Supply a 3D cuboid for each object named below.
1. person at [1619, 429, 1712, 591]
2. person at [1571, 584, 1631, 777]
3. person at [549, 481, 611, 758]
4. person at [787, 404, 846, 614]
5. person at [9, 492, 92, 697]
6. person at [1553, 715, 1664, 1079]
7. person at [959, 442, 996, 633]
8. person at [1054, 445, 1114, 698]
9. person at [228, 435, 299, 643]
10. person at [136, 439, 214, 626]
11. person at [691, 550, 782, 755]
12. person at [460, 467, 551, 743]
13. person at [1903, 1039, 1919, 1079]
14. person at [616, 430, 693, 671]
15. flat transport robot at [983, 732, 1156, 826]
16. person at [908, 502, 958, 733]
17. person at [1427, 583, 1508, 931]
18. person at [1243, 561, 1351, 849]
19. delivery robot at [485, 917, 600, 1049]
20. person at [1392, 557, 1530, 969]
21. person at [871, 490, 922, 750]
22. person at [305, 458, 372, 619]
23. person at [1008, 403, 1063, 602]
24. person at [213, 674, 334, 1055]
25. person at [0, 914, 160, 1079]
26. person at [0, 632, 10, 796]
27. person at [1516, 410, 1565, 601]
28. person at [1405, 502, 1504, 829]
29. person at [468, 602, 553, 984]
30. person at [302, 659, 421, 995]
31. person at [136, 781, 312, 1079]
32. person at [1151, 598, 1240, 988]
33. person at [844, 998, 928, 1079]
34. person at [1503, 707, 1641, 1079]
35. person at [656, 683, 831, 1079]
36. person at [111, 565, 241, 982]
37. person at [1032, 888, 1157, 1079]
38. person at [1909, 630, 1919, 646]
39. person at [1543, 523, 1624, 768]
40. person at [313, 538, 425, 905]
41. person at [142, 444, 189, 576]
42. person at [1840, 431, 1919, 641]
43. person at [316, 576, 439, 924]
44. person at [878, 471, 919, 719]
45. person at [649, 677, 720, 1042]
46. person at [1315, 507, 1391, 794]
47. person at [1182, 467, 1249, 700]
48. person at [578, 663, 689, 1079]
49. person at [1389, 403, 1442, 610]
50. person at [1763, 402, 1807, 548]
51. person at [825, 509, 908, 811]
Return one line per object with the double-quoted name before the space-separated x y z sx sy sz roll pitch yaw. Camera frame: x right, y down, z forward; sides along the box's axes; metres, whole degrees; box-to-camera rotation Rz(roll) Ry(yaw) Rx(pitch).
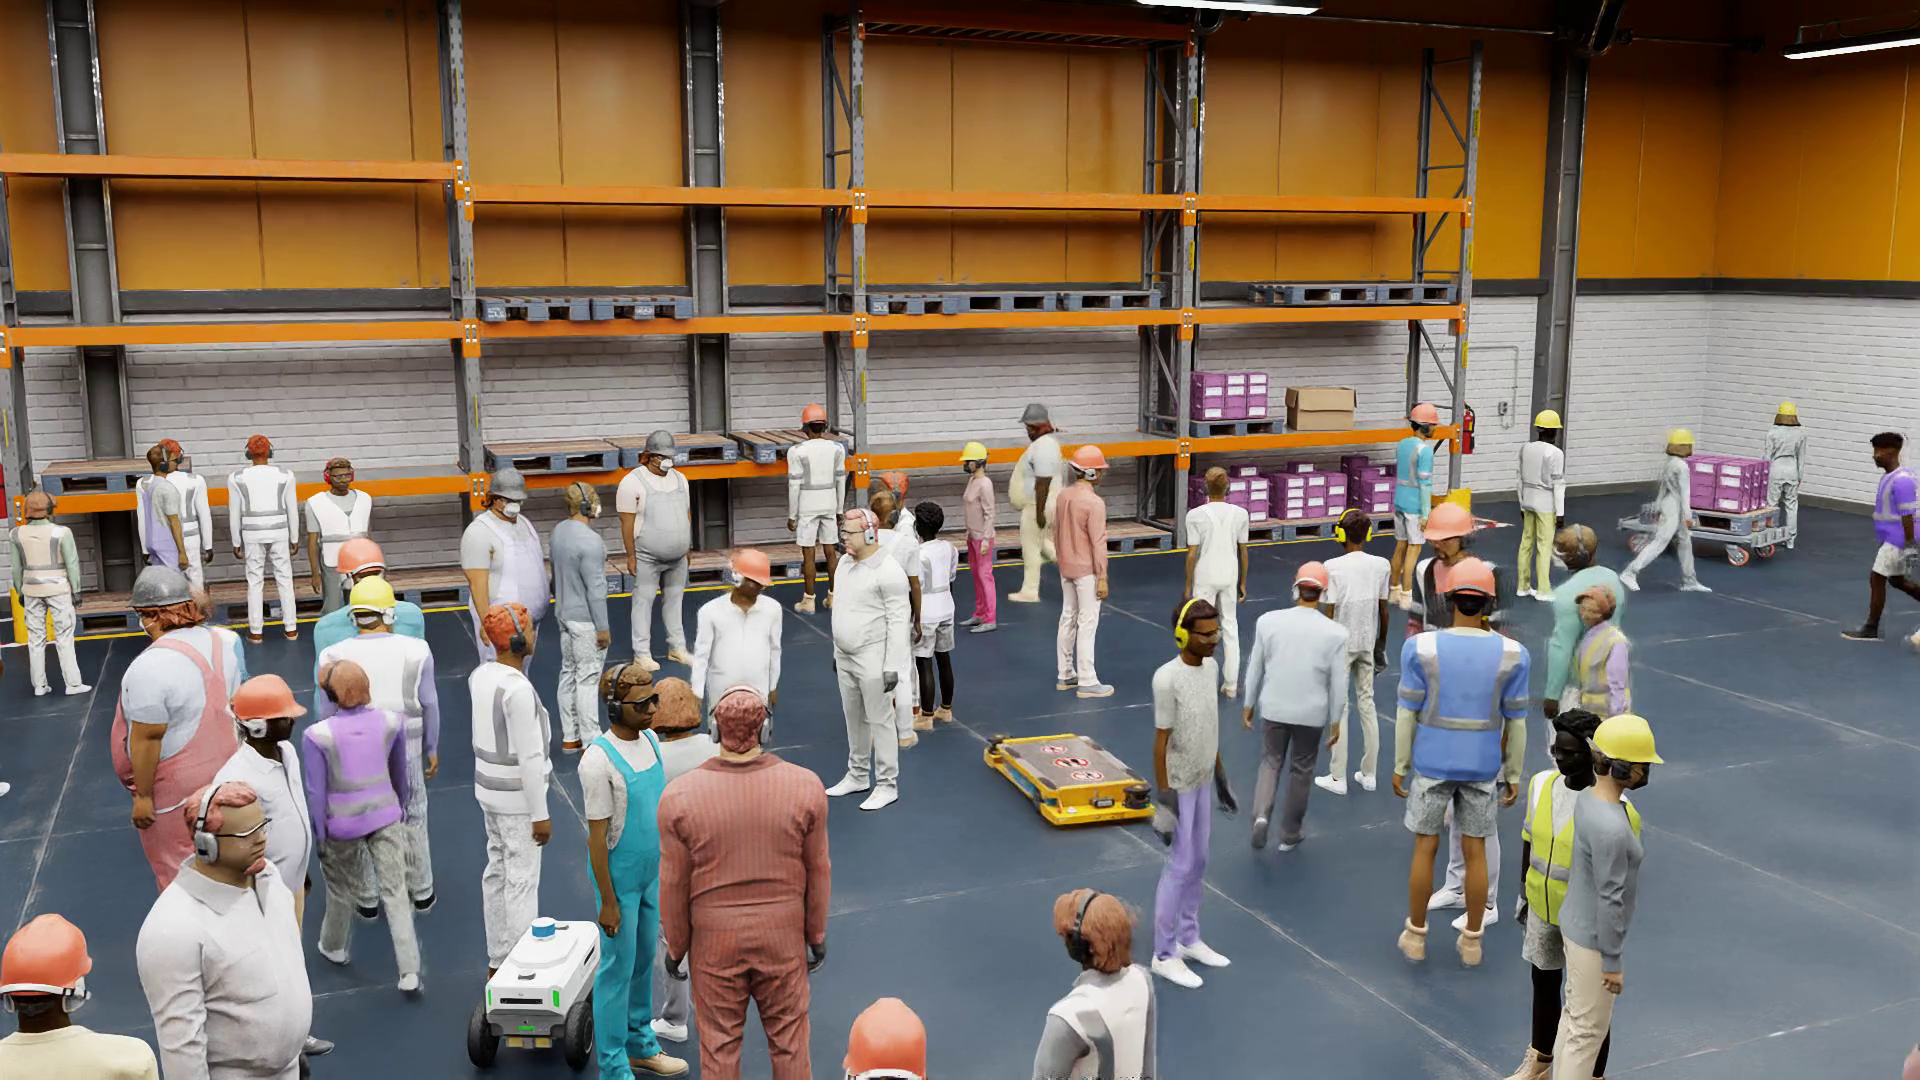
"person" 7.301 -0.303 17.139 0.905 1.707 0.490 2 10 10
"person" 3.668 1.049 9.600 0.575 1.614 0.601 -1 10 -6
"person" -2.607 0.556 11.503 0.376 1.940 0.627 -8 12 -37
"person" -1.404 -0.299 16.133 0.607 2.044 0.378 -6 12 -32
"person" -7.174 0.431 13.087 0.513 1.640 0.309 0 10 -2
"person" 2.487 1.530 6.421 0.338 1.761 0.524 2 10 13
"person" 0.151 -0.024 15.341 0.327 1.767 0.533 -3 10 -17
"person" 0.986 0.240 13.160 0.395 1.992 0.622 -6 11 -29
"person" -6.245 -0.010 14.960 0.573 1.876 0.355 -5 11 -25
"person" -6.857 0.053 14.569 0.584 1.879 0.346 -3 10 -19
"person" -1.388 0.880 10.329 0.584 1.697 0.888 -3 10 -19
"person" -3.105 0.494 11.566 0.537 2.000 0.674 3 10 19
"person" 3.493 1.590 5.718 0.672 1.877 0.636 3 10 17
"person" -2.510 0.072 13.997 0.680 2.000 0.535 -9 14 -43
"flat transport robot" 0.682 1.512 10.794 0.652 0.197 1.431 -3 10 -17
"person" -0.224 0.562 12.169 0.318 1.697 0.534 7 12 35
"person" 2.653 1.088 8.645 0.314 1.866 0.536 -4 10 -20
"person" 1.937 0.988 9.644 0.605 1.715 0.586 5 11 25
"delivery robot" -1.838 1.918 7.372 0.477 0.478 0.707 0 10 2
"person" 2.440 1.093 8.158 0.614 2.030 0.409 1 10 8
"person" -0.524 0.570 11.709 0.511 1.838 0.335 1 10 4
"person" -5.067 0.232 13.635 0.374 1.843 0.568 8 13 39
"person" 0.830 -0.385 16.632 0.696 2.000 0.695 2 10 10
"person" -2.893 1.424 7.036 0.335 1.749 0.574 0 10 1
"person" -2.412 1.862 4.513 0.559 1.751 0.326 -3 10 -16
"person" -6.382 0.739 10.503 0.587 1.920 0.390 -4 11 -21
"person" 5.849 -0.345 16.728 0.366 1.927 0.588 -5 11 -26
"person" 2.926 0.772 10.002 0.449 2.022 0.646 -7 12 -35
"person" -2.088 1.223 7.820 0.355 1.885 0.572 -8 12 -37
"person" -2.847 1.353 7.940 0.522 1.585 0.892 -8 13 -38
"person" -2.216 1.671 5.173 0.409 1.908 0.639 1 10 4
"person" 1.128 1.192 8.046 0.334 1.871 0.551 7 12 37
"person" -0.169 1.978 3.999 0.565 1.704 0.620 -3 10 -18
"person" 2.467 1.506 6.726 0.318 1.696 0.536 -6 11 -31
"person" -0.810 1.478 6.283 0.642 1.909 0.399 -2 10 -12
"person" -3.799 1.106 8.042 0.535 2.000 0.686 1 10 9
"person" 0.312 1.837 5.080 0.785 1.609 0.524 6 11 30
"person" 8.605 0.183 14.058 0.908 1.811 0.632 6 12 33
"person" 3.746 0.861 9.812 0.805 1.930 0.480 -7 12 -36
"person" -3.165 0.973 8.962 0.614 1.987 0.406 -8 13 -40
"person" -6.889 0.087 14.476 0.504 1.847 0.344 7 12 36
"person" 8.477 -0.018 14.879 0.867 1.925 0.617 4 10 20
"person" -3.032 1.096 8.711 0.592 1.828 0.404 -4 11 -20
"person" -0.465 0.417 12.465 0.358 1.882 0.574 -3 10 -15
"person" -1.252 1.415 7.429 0.268 1.632 0.507 10 14 44
"person" 2.532 0.718 10.785 0.535 1.864 0.309 -3 10 -16
"person" 1.990 0.347 12.975 0.514 1.844 0.328 -2 10 -10
"person" -1.351 1.407 6.870 0.345 1.846 0.507 3 10 16
"person" 4.483 -0.323 16.322 0.418 2.035 0.602 -2 10 -12
"person" 9.749 -0.767 19.722 0.479 1.733 0.342 0 10 1
"person" -0.615 0.744 10.513 0.407 1.906 0.655 -8 13 -39
